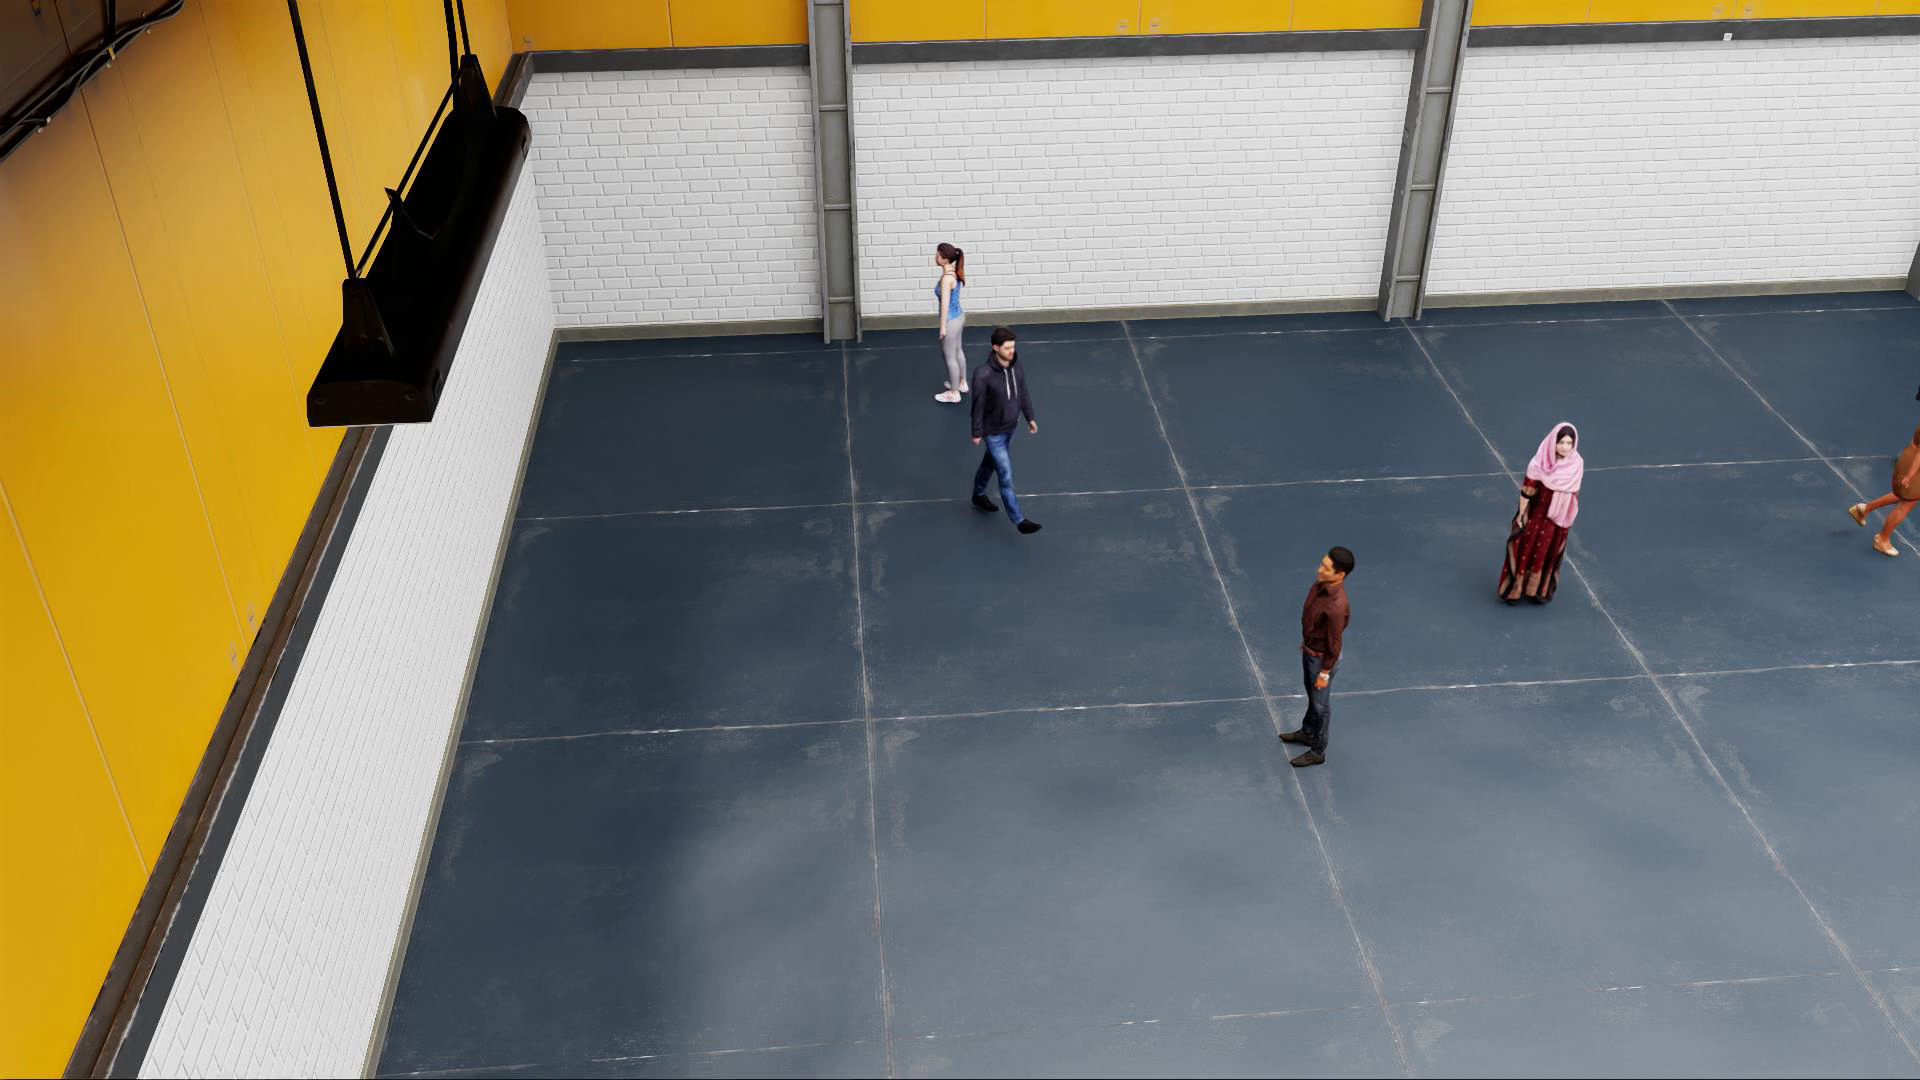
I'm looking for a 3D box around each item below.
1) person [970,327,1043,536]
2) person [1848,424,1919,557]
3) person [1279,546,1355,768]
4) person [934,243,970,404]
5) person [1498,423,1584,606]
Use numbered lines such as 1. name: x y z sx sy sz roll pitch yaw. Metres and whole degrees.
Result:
1. person: 0.266 -0.986 14.116 1.203 1.845 1.164 27 42 34
2. person: 7.809 -0.604 13.716 0.923 1.653 0.861 23 40 31
3. person: 2.504 0.792 11.497 0.502 1.783 0.635 -3 34 -4
4. person: -0.082 -2.105 16.018 0.636 1.604 0.637 10 35 15
5. person: 4.626 -0.213 13.140 0.520 1.639 0.708 -2 34 -3
